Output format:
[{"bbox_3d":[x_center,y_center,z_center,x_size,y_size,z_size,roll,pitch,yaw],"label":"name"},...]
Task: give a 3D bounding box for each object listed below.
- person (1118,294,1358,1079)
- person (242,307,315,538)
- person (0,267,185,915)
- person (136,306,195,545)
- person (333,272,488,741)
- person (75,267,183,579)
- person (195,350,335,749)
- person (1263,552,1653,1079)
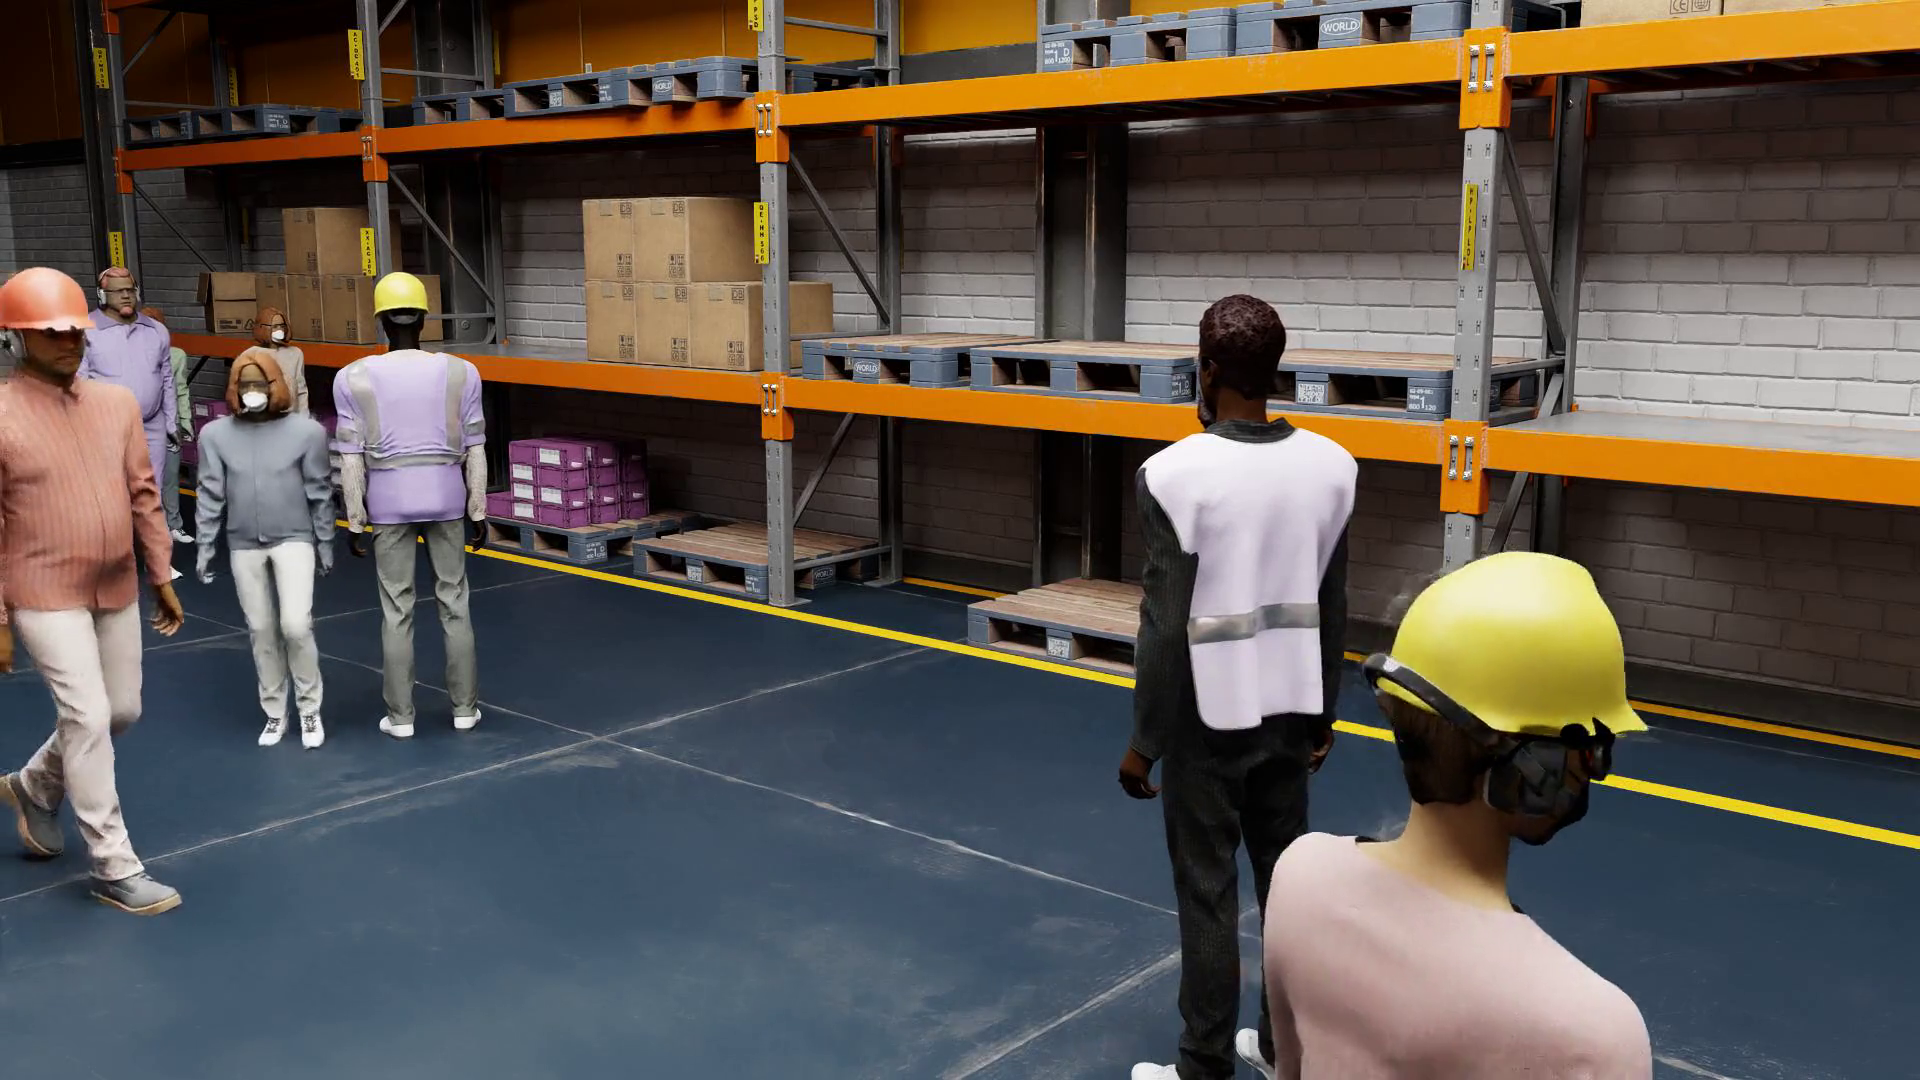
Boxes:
[{"bbox_3d":[0.648,0.401,3.845,0.598,1.917,0.375,-6,11,-29],"label":"person"},{"bbox_3d":[-4.709,-0.791,11.474,0.281,1.624,0.493,6,12,31],"label":"person"},{"bbox_3d":[-2.791,0.148,5.151,0.825,1.970,0.615,4,11,23],"label":"person"},{"bbox_3d":[-5.464,-0.768,11.310,0.289,1.633,0.501,9,13,40],"label":"person"},{"bbox_3d":[-2.245,-0.132,6.860,0.586,1.926,0.368,-5,11,-24],"label":"person"},{"bbox_3d":[-4.996,-0.674,10.000,0.402,1.911,0.638,8,13,38],"label":"person"},{"bbox_3d":[-2.791,0.056,6.679,0.510,1.620,0.494,-1,10,-6],"label":"person"},{"bbox_3d":[0.389,0.878,1.655,0.688,1.738,0.523,-5,11,-26],"label":"person"}]
